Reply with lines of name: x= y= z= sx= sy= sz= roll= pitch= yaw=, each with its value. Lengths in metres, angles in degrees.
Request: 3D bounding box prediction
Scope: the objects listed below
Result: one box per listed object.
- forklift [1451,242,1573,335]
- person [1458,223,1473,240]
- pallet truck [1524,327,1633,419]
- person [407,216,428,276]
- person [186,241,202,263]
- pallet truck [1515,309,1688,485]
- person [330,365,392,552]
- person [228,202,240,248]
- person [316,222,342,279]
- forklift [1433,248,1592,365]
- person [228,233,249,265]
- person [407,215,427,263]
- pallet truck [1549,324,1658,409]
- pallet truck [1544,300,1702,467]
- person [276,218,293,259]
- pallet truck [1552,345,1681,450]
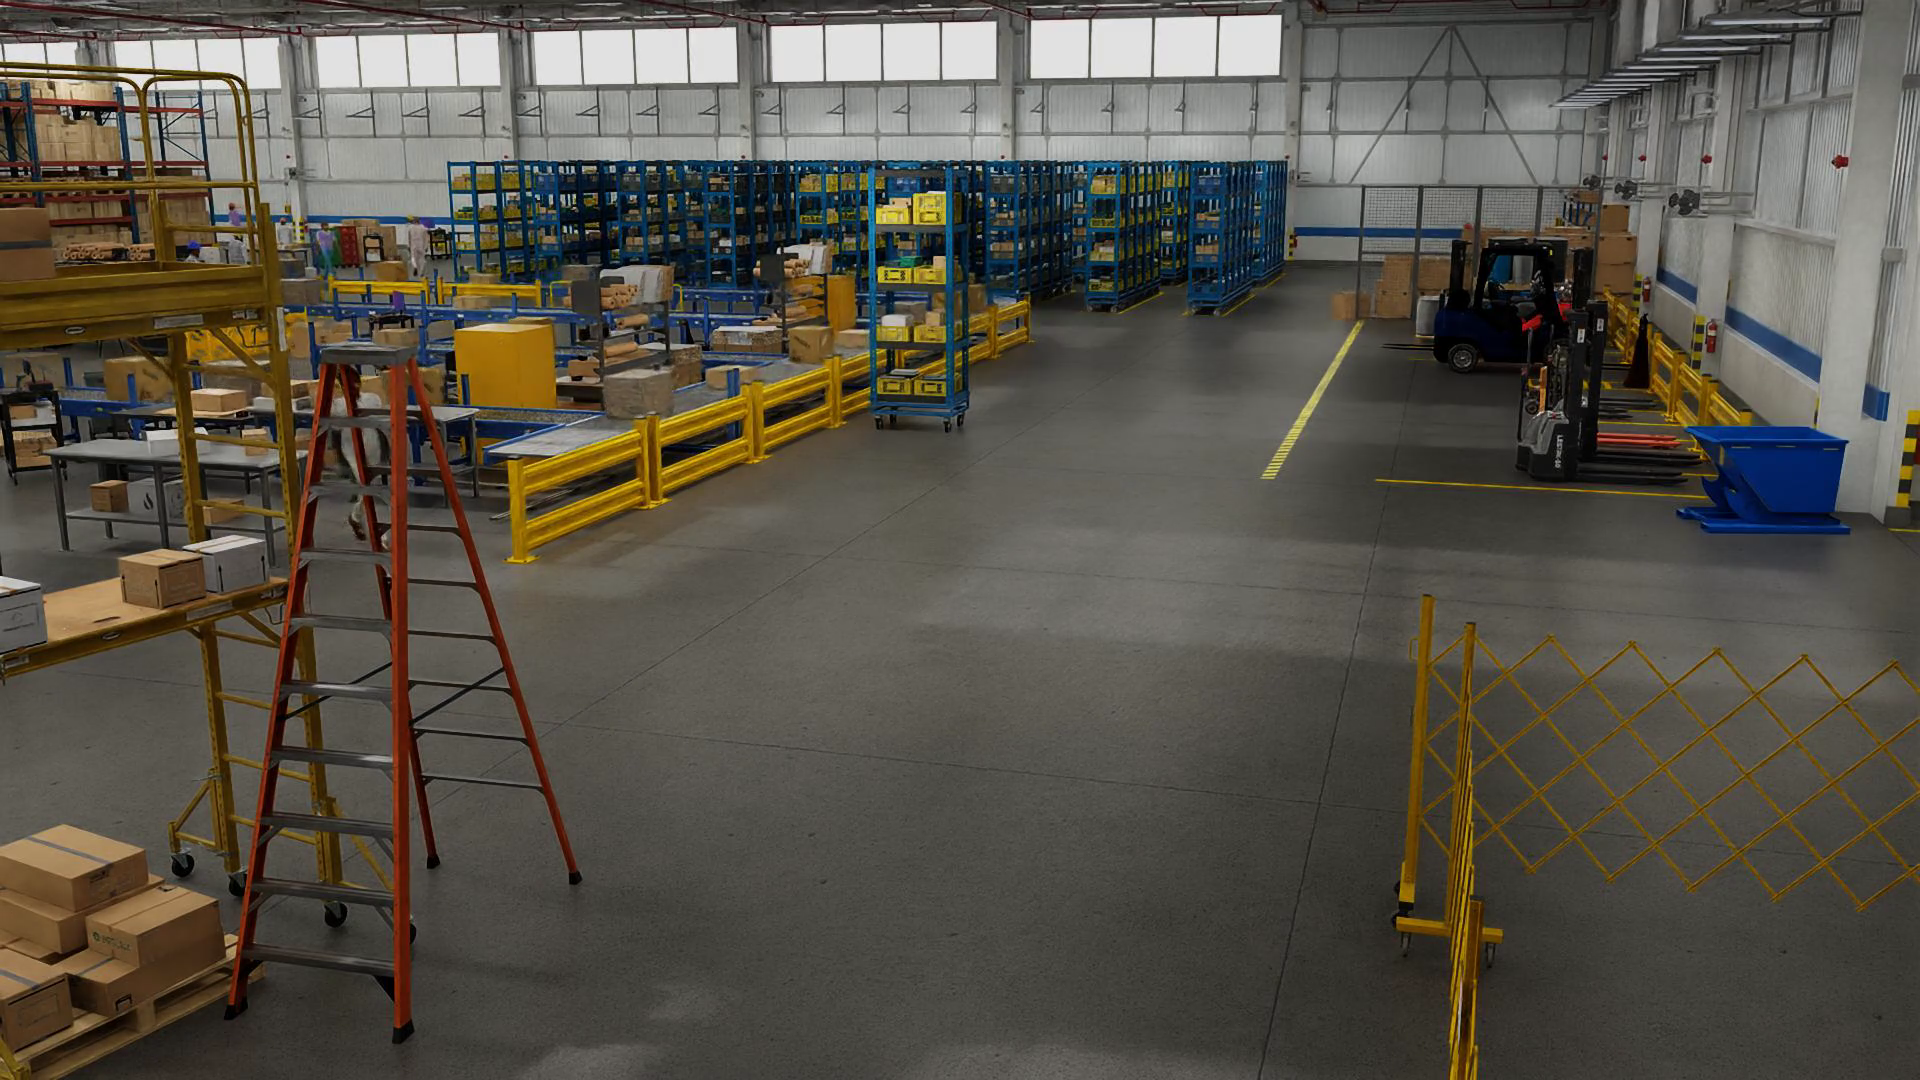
forklift: x=10.464 y=-4.597 z=31.405 sx=2.680 sy=1.987 sz=1.157 roll=4 pitch=14 yaw=16
person: x=14.010 y=-7.751 z=45.794 sx=0.677 sy=1.945 sz=0.481 roll=1 pitch=13 yaw=4
pallet truck: x=9.065 y=-2.460 z=24.370 sx=1.522 sy=1.261 sz=0.704 roll=3 pitch=13 yaw=14
person: x=-17.088 y=-9.260 z=52.431 sx=0.642 sy=1.895 sz=0.423 roll=-4 pitch=14 yaw=-18
person: x=-16.604 y=-5.518 z=36.142 sx=0.406 sy=1.947 sz=0.606 roll=-4 pitch=14 yaw=-18
pallet truck: x=7.554 y=-1.677 z=19.446 sx=1.885 sy=1.965 sz=0.823 roll=3 pitch=13 yaw=14
person: x=-5.810 y=-0.811 z=16.091 sx=0.540 sy=1.821 sz=0.929 roll=-12 pitch=18 yaw=-42
person: x=-29.180 y=-12.576 z=66.725 sx=0.867 sy=1.898 sz=0.575 roll=5 pitch=14 yaw=20
person: x=-19.230 y=-8.795 z=50.667 sx=0.988 sy=1.776 sz=0.693 roll=11 pitch=17 yaw=40
forklift: x=9.780 y=-4.111 z=29.280 sx=2.680 sy=1.987 sz=1.157 roll=3 pitch=13 yaw=14
person: x=-19.192 y=-7.367 z=44.380 sx=0.599 sy=1.830 sz=0.404 roll=6 pitch=14 yaw=24
person: x=-19.327 y=-10.671 z=58.970 sx=0.594 sy=1.693 sz=0.554 roll=-1 pitch=13 yaw=-4
pallet truck: x=9.824 y=-2.669 z=25.407 sx=1.601 sy=1.201 sz=0.680 roll=4 pitch=14 yaw=16
pallet truck: x=8.263 y=-1.952 z=20.631 sx=1.885 sy=1.965 sz=0.823 roll=5 pitch=14 yaw=20
person: x=-22.729 y=-9.967 z=55.899 sx=0.569 sy=1.694 sz=0.922 roll=-10 pitch=16 yaw=-36
pallet truck: x=8.641 y=-1.896 z=21.908 sx=1.630 sy=1.274 sz=0.653 roll=4 pitch=14 yaw=16
